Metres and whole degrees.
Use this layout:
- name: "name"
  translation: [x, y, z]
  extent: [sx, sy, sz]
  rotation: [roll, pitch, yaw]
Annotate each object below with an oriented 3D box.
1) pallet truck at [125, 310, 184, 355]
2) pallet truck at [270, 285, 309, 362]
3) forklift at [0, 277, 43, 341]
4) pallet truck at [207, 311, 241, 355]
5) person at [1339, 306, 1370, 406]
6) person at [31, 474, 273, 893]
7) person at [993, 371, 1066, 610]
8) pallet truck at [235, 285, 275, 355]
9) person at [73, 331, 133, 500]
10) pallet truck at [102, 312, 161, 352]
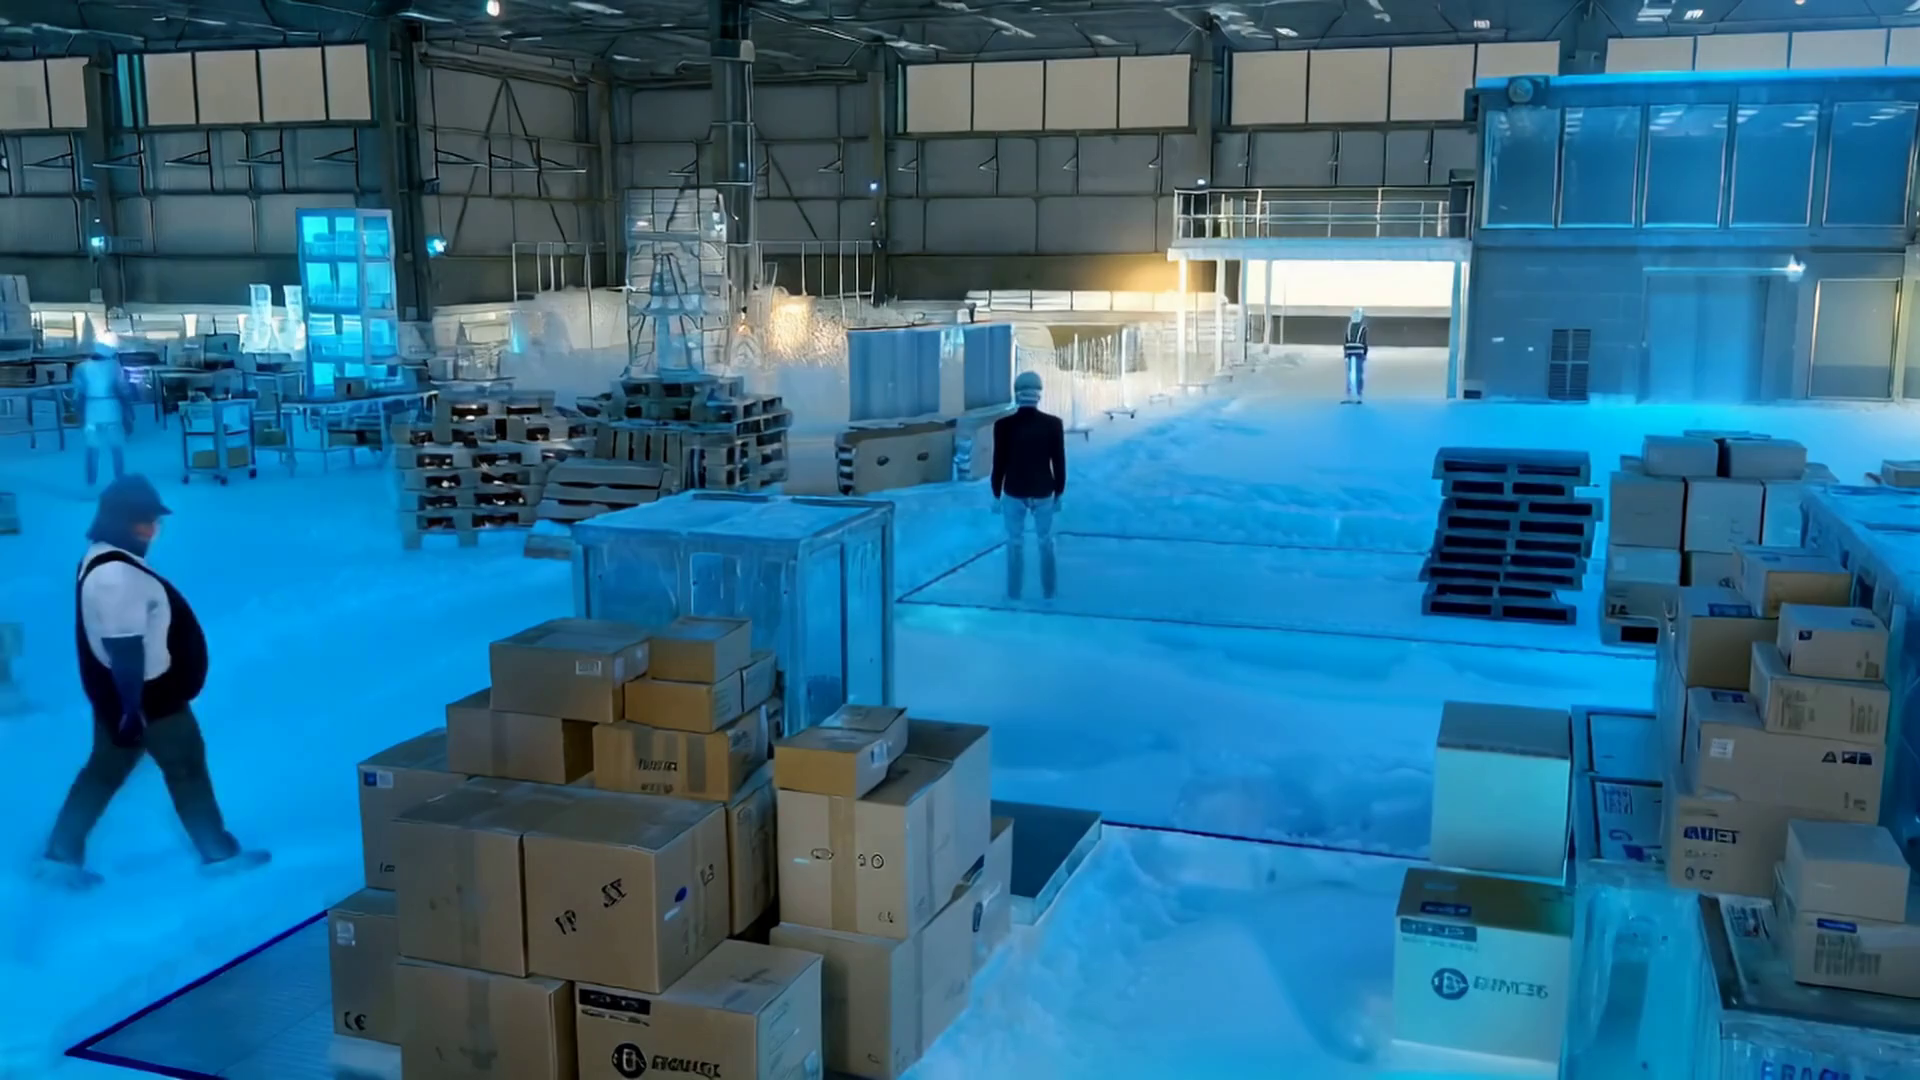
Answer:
- name: "pallet truck"
  translation: [-22.038, -5.665, 45.457]
  extent: [0.704, 1.261, 1.522]
  rotation: [3, 11, 17]
- name: "pallet truck"
  translation: [-17.147, -5.700, 43.663]
  extent: [0.823, 1.965, 1.885]
  rotation: [3, 11, 17]
- name: "forklift"
  translation: [-27.151, -6.329, 46.328]
  extent: [1.157, 1.987, 2.680]
  rotation: [3, 11, 17]
- name: "pallet truck"
  translation: [-19.537, -5.575, 44.913]
  extent: [0.653, 1.274, 1.630]
  rotation: [3, 11, 19]
- name: "person"
  translation: [7.477, -3.478, 31.476]
  extent: [0.356, 1.883, 0.573]
  rotation: [-7, 12, -35]
- name: "person"
  translation: [-3.886, 0.650, 7.776]
  extent: [1.008, 2.000, 0.692]
  rotation: [-7, 12, -35]
- name: "person"
  translation: [0.571, -0.408, 13.867]
  extent: [0.623, 1.992, 0.396]
  rotation: [-2, 10, -10]
- name: "pallet truck"
  translation: [-18.327, -5.835, 44.421]
  extent: [0.823, 1.965, 1.885]
  rotation: [4, 11, 23]
- name: "person"
  translation: [-10.168, -1.468, 19.766]
  extent: [0.626, 2.035, 0.406]
  rotation: [-1, 10, -6]
- name: "pallet truck"
  translation: [-23.057, -5.777, 46.261]
  extent: [0.680, 1.201, 1.601]
  rotation: [3, 11, 19]
